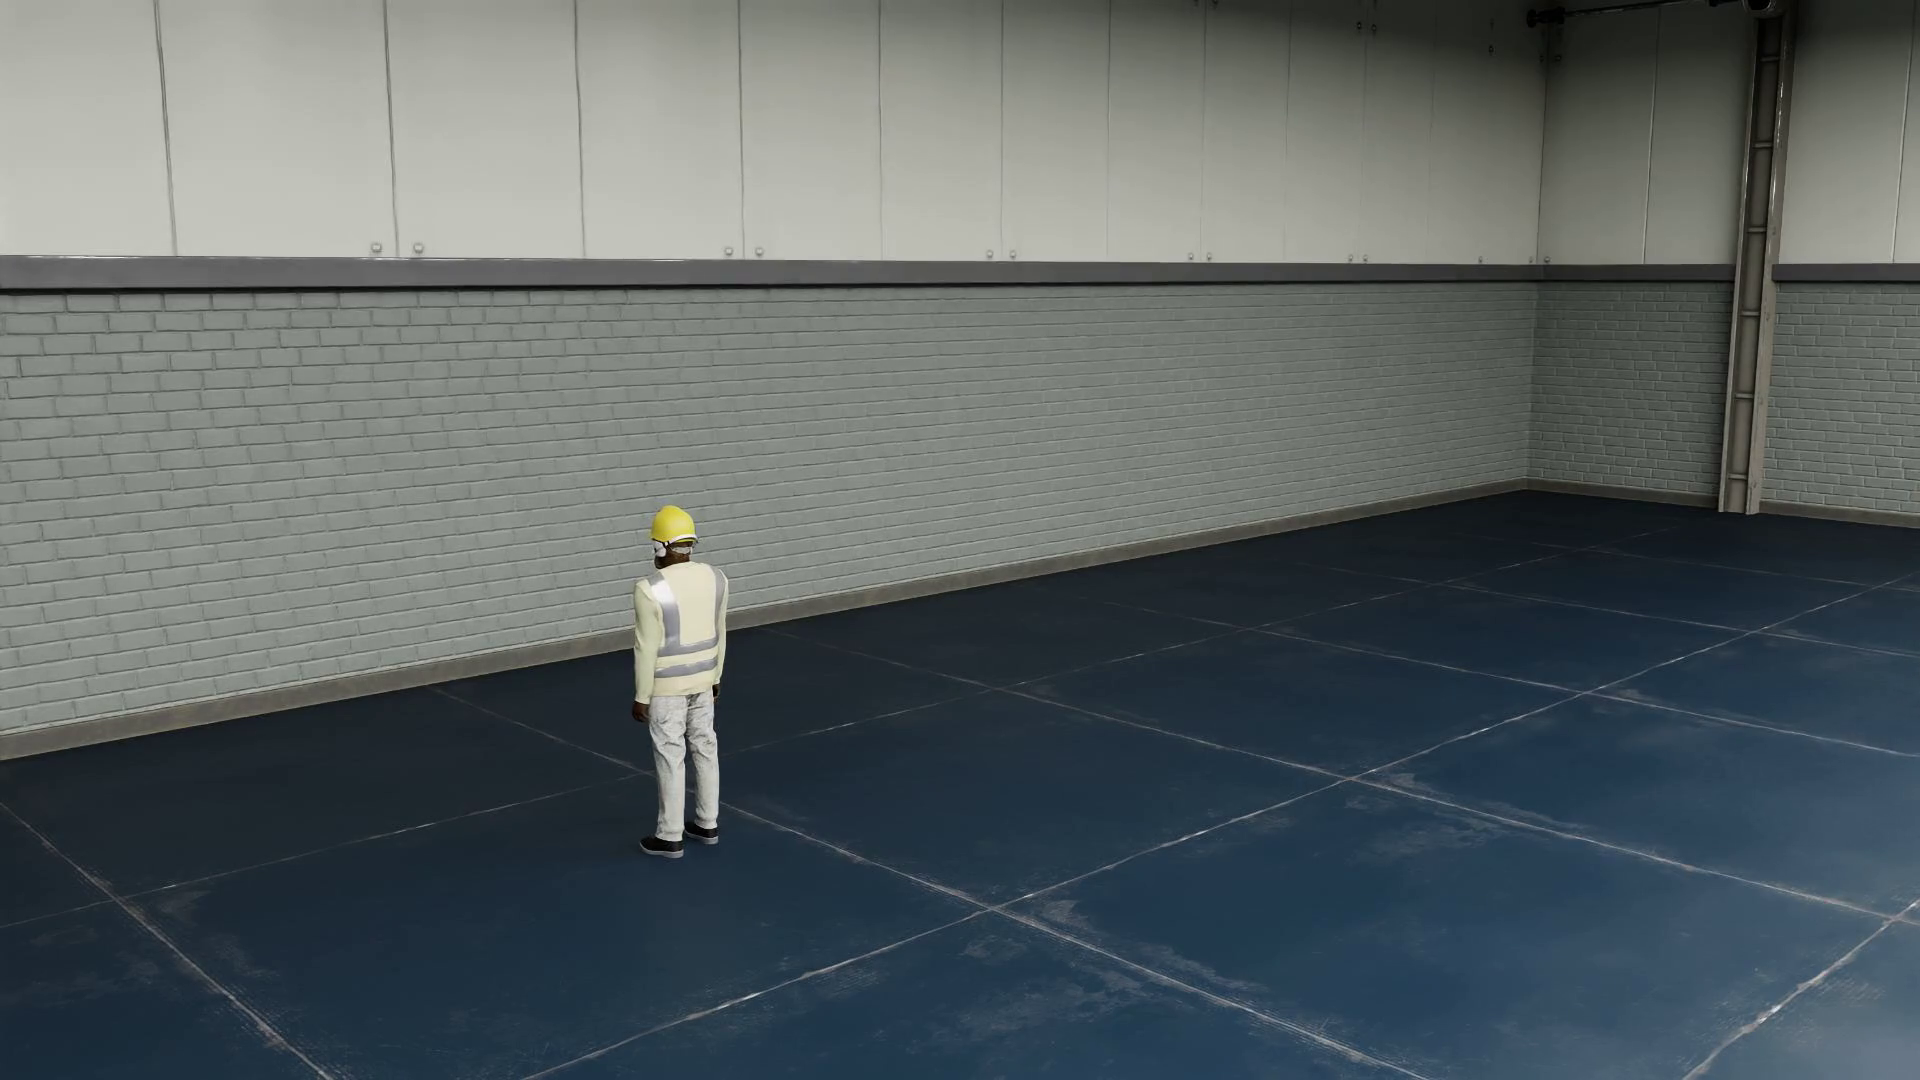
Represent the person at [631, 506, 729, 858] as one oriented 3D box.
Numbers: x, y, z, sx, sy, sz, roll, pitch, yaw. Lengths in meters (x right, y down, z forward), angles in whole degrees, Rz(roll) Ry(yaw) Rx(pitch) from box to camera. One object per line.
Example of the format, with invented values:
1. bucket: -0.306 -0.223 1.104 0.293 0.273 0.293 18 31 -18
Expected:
1. person: -1.475 0.732 8.670 0.403 1.833 0.591 7 12 38
